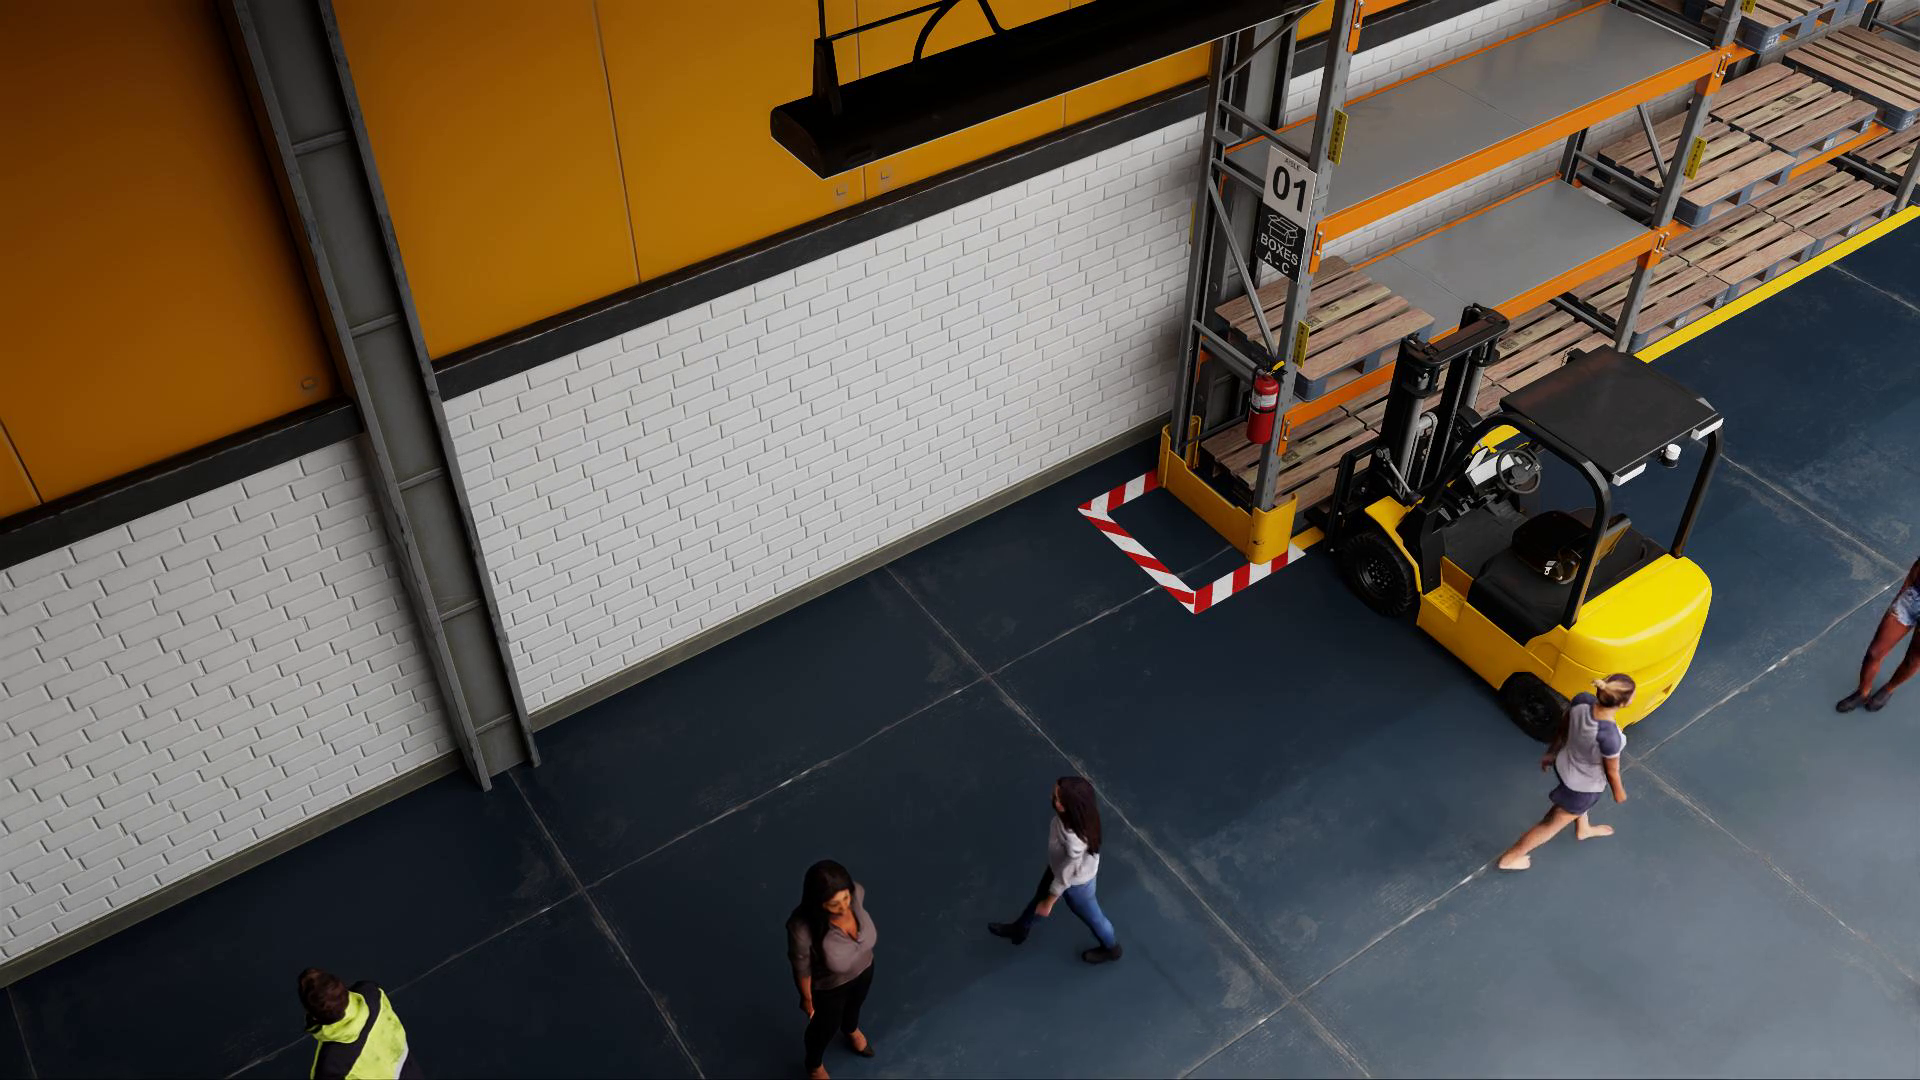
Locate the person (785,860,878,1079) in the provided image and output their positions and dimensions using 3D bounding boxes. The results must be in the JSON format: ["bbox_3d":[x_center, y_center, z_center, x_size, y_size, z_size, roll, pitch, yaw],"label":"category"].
[{"bbox_3d":[-0.648,2.226,8.550,0.770,1.840,0.617,31,52,28],"label":"person"}]

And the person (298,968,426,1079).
[{"bbox_3d":[-2.807,2.663,7.990,0.890,1.980,0.873,1,44,1],"label":"person"}]

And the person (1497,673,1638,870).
[{"bbox_3d":[3.505,1.384,9.623,1.087,1.579,0.877,-5,44,-5],"label":"person"}]

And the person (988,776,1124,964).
[{"bbox_3d":[0.714,1.859,9.120,1.106,1.586,0.990,2,44,2],"label":"person"}]

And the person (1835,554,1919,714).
[{"bbox_3d":[6.140,0.446,10.499,0.682,1.729,0.595,-26,49,-25],"label":"person"}]
